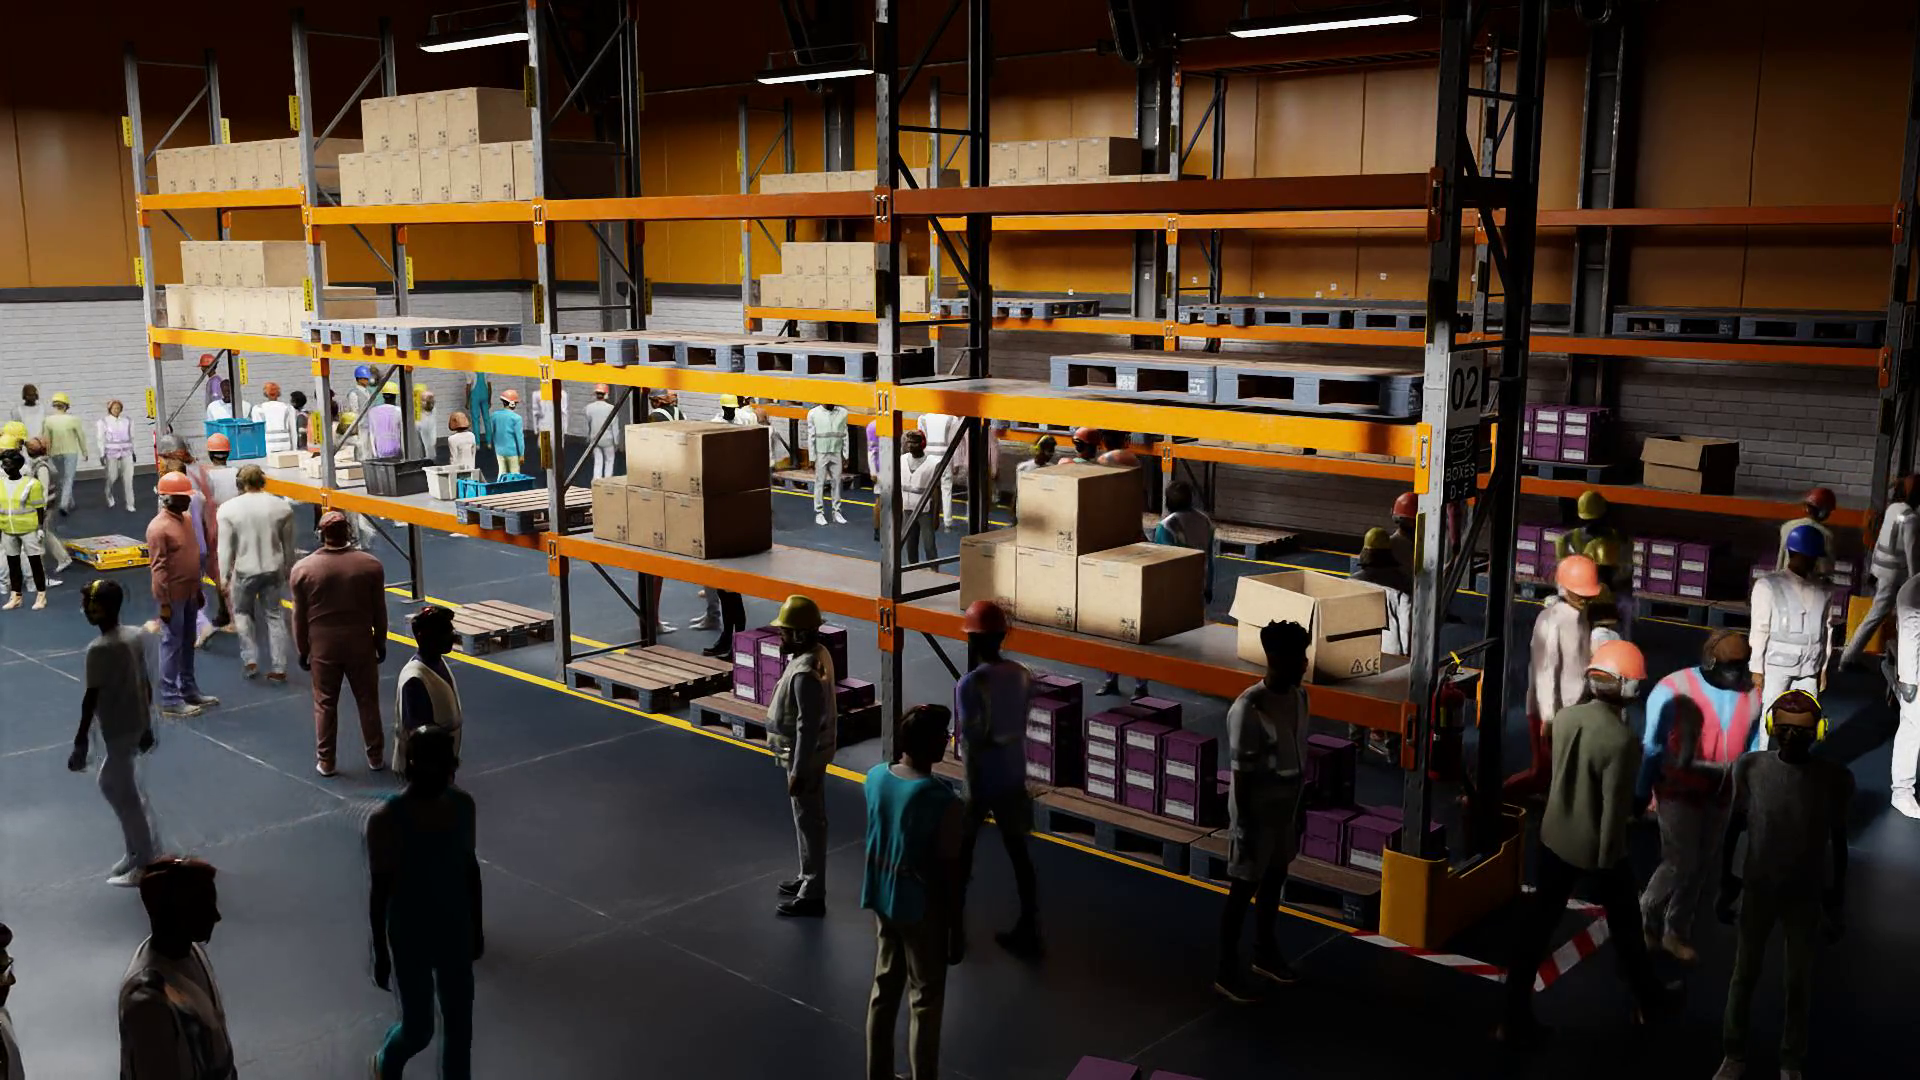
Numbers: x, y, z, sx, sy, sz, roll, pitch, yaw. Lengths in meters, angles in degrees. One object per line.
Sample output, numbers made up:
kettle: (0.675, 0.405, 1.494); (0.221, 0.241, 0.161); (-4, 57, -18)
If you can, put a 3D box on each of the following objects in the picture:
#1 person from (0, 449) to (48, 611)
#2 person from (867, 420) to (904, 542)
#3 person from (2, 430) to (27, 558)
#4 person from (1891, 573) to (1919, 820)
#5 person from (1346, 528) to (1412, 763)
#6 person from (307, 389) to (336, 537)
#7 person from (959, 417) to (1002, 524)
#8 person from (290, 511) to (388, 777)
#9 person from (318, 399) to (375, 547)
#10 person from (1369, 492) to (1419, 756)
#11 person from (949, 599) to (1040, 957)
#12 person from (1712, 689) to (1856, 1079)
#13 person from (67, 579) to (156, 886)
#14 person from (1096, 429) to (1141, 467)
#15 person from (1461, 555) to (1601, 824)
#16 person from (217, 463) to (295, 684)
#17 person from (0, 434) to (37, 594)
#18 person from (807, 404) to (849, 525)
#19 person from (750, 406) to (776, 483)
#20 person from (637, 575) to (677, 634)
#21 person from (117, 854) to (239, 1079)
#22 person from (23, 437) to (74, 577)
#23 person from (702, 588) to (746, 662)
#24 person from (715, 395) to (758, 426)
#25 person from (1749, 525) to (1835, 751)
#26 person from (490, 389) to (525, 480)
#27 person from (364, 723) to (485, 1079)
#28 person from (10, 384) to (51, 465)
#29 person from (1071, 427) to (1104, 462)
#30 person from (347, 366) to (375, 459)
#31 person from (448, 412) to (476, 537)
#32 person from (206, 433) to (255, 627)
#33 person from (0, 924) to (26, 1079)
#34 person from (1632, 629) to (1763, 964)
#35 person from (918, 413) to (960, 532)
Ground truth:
person: (-9.746, -0.102, 17.240); (0.540, 1.695, 0.317); (0, 10, 1)
person: (-0.919, -0.919, 21.233); (0.562, 1.921, 0.389); (-9, 13, -41)
person: (-11.196, -0.491, 19.628); (0.522, 1.631, 0.321); (2, 10, 13)
person: (6.505, 0.887, 11.040); (0.643, 1.913, 0.411); (-4, 11, -21)
person: (3.045, 0.773, 12.201); (0.488, 1.737, 0.320); (2, 10, 9)
person: (-8.315, -1.023, 21.728); (0.387, 1.955, 0.695); (-6, 12, -30)
person: (0.286, -0.933, 21.320); (0.437, 1.912, 0.657); (-10, 14, -43)
person: (-4.435, 0.739, 11.936); (0.639, 1.899, 0.397); (-4, 11, -22)
person: (-7.733, -0.824, 20.817); (0.870, 1.885, 0.595); (3, 11, 18)
person: (3.298, 0.619, 12.358); (0.617, 1.986, 0.408); (-6, 12, -31)
person: (0.130, 1.258, 9.005); (0.564, 1.896, 0.860); (-9, 13, -41)
person: (3.621, 1.564, 7.331); (0.531, 1.870, 0.317); (5, 11, 26)
person: (-4.990, 1.148, 9.768); (0.538, 1.846, 0.548); (0, 10, -1)
person: (1.646, -0.304, 17.677); (0.655, 1.931, 0.778); (-6, 12, -31)
person: (3.564, 1.019, 10.180); (0.789, 1.957, 0.635); (9, 13, 41)
person: (-6.090, 0.294, 14.400); (0.705, 1.911, 0.620); (-9, 13, -41)
person: (-10.367, -0.285, 18.183); (0.489, 1.734, 0.371); (-4, 11, -20)
person: (-1.793, -1.163, 22.639); (0.590, 1.912, 0.391); (-5, 11, -27)
person: (-2.682, -0.997, 22.494); (0.508, 1.623, 0.418); (-7, 12, -33)
person: (-3.006, -0.023, 16.215); (0.410, 1.908, 0.598); (-6, 12, -30)
person: (-2.492, 1.911, 5.357); (0.357, 1.879, 0.586); (-3, 10, -15)
person: (-10.549, -0.389, 19.127); (0.543, 1.602, 0.582); (-7, 12, -34)
person: (-2.139, 0.129, 15.169); (0.368, 1.967, 0.603); (-5, 11, -27)
person: (-2.937, -1.089, 22.074); (0.607, 1.960, 0.367); (2, 10, 12)
person: (5.577, 0.849, 11.183); (0.610, 1.939, 0.416); (-2, 10, -12)
person: (-6.432, -1.282, 23.799); (0.573, 1.738, 0.352); (6, 11, 29)
person: (-2.255, 1.646, 6.992); (0.539, 1.826, 0.530); (8, 13, 40)
person: (-13.408, -1.362, 24.025); (0.513, 1.820, 0.675); (-9, 13, -40)
person: (1.227, -0.128, 16.450); (0.408, 2.033, 0.608); (-6, 12, -30)
person: (-9.177, -1.712, 25.633); (0.395, 1.945, 0.618); (1, 10, 7)
person: (-6.486, -0.850, 21.651); (0.280, 1.633, 0.500); (4, 11, 19)
person: (-7.302, -0.095, 16.519); (0.547, 1.938, 0.379); (-9, 13, -40)
person: (-2.937, 2.011, 4.921); (0.389, 1.836, 0.561); (-1, 10, -8)
person: (3.878, 1.347, 8.728); (0.651, 1.814, 0.449); (-2, 10, -10)
person: (-0.284, -1.034, 22.018); (0.573, 1.877, 0.353); (2, 10, 14)
